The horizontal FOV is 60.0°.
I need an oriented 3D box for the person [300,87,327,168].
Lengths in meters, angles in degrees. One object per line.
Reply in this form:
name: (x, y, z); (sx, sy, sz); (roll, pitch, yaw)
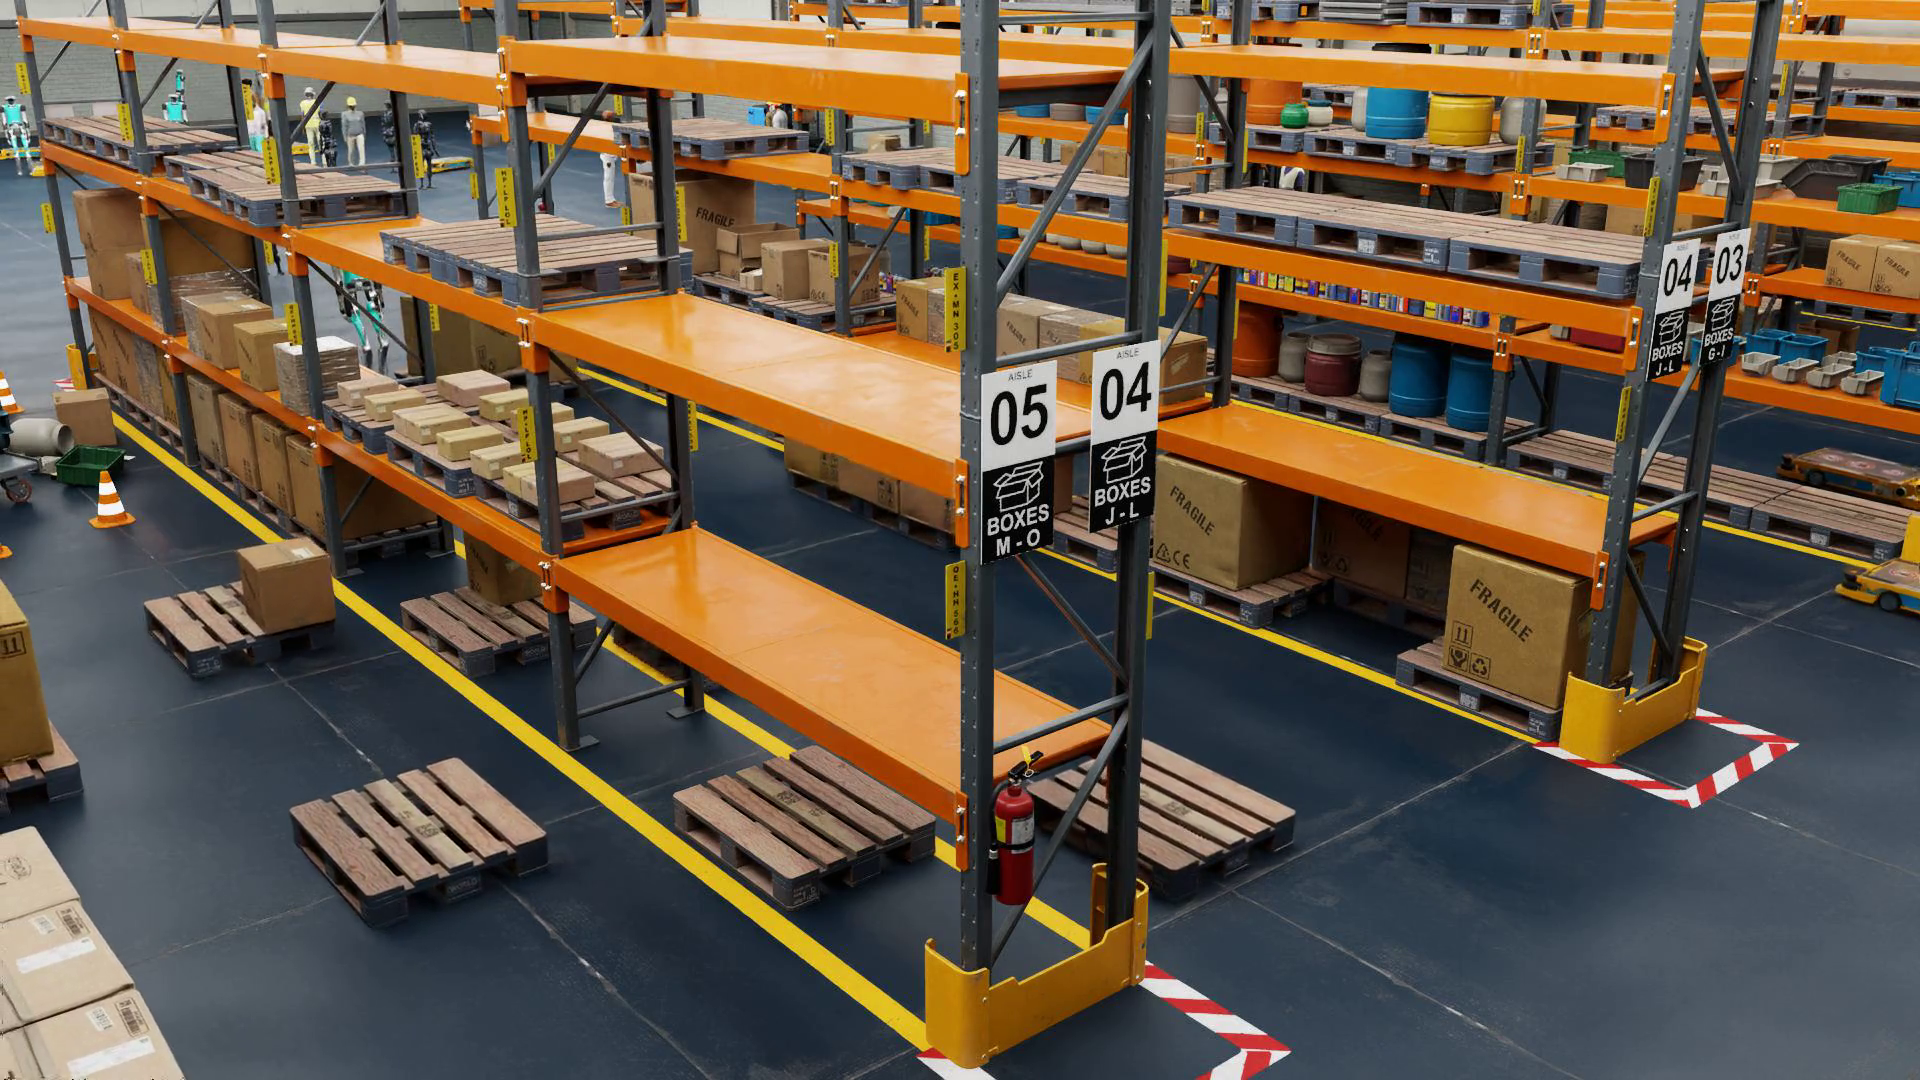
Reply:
person: (-14.991, -9.527, 38.604); (0.532, 1.893, 0.403); (-3, 20, -9)

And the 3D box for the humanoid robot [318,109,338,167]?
humanoid robot: (-13.587, -8.427, 35.779); (0.599, 1.653, 0.315); (18, 26, 42)

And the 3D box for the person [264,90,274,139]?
person: (-18.560, -11.592, 44.771); (0.321, 1.695, 0.535); (-10, 22, -26)

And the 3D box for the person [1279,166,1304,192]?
person: (5.383, -5.488, 27.172); (0.391, 1.849, 0.563); (-8, 21, -21)

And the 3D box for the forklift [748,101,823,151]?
forklift: (-4.526, -11.368, 42.374); (1.129, 2.768, 1.873); (-15, 24, -37)

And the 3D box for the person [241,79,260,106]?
person: (-17.880, -10.712, 42.029); (0.784, 1.855, 0.394); (18, 26, 41)

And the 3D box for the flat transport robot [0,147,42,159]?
flat transport robot: (-23.106, -9.586, 41.217); (1.431, 0.231, 0.659); (-11, 22, -28)

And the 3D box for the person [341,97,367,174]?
person: (-13.934, -9.310, 38.225); (0.529, 1.731, 0.838); (-11, 22, -28)

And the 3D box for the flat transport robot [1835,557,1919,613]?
flat transport robot: (7.535, 0.456, 12.637); (0.659, 0.231, 1.431); (-15, 24, -37)

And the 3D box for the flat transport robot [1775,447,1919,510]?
flat transport robot: (8.516, -0.585, 15.602); (0.659, 0.231, 1.431); (-13, 23, -33)

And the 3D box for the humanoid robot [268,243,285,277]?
humanoid robot: (-10.762, -4.872, 25.734); (0.608, 1.649, 0.552); (5, 20, 14)

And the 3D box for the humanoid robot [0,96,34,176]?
humanoid robot: (-21.240, -9.085, 37.516); (0.532, 1.753, 0.716); (-12, 23, -30)

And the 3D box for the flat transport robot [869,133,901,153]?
flat transport robot: (-1.701, -8.309, 37.582); (1.431, 0.231, 0.659); (14, 24, 35)

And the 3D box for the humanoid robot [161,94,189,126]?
humanoid robot: (-17.898, -9.227, 38.156); (0.551, 1.911, 0.716); (-13, 23, -32)

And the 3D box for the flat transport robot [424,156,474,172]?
flat transport robot: (-12.011, -8.819, 39.034); (0.659, 0.231, 1.431); (11, 22, 28)

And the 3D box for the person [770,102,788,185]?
person: (-3.925, -8.684, 36.219); (0.379, 1.888, 0.577); (7, 21, 19)

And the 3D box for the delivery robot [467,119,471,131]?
delivery robot: (-13.717, -11.899, 47.375); (0.499, 0.598, 0.802); (-12, 23, -31)

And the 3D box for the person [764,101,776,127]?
person: (-4.205, -9.107, 37.598); (0.404, 1.761, 0.553); (13, 23, 32)

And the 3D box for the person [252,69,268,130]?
person: (-20.005, -12.718, 47.713); (0.401, 1.875, 0.497); (-9, 21, -24)

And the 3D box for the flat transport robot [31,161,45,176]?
flat transport robot: (-21.001, -8.556, 38.286); (0.659, 0.231, 1.431); (-10, 22, -26)

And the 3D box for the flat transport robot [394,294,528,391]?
flat transport robot: (-5.434, -1.577, 18.425); (0.659, 0.231, 1.431); (-18, 26, -41)

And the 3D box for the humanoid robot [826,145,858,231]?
humanoid robot: (-2.005, -6.547, 30.407); (0.999, 1.777, 0.531); (-18, 26, -41)

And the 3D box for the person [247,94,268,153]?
person: (-15.842, -9.096, 37.437); (0.468, 1.844, 0.976); (0, 19, -1)

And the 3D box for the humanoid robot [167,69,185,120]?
humanoid robot: (-22.188, -12.351, 46.879); (0.865, 1.773, 0.596); (-14, 24, -35)

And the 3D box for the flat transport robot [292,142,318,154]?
flat transport robot: (-16.987, -9.949, 42.252); (1.431, 0.231, 0.659); (17, 25, 39)

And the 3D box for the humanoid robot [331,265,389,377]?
humanoid robot: (-6.928, -2.658, 19.377); (0.551, 1.831, 0.741); (-13, 23, -32)

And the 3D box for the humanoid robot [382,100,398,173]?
humanoid robot: (-13.035, -9.265, 38.178); (0.607, 1.654, 0.374); (11, 22, 28)

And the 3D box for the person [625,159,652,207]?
person: (-5.284, -5.763, 27.925); (0.609, 1.879, 1.079); (4, 20, 11)

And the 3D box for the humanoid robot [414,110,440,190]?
humanoid robot: (-11.429, -8.350, 35.556); (0.315, 1.657, 0.599); (10, 22, 27)

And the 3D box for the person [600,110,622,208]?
person: (-6.947, -7.558, 33.014); (0.356, 1.883, 0.572); (0, 19, 0)
